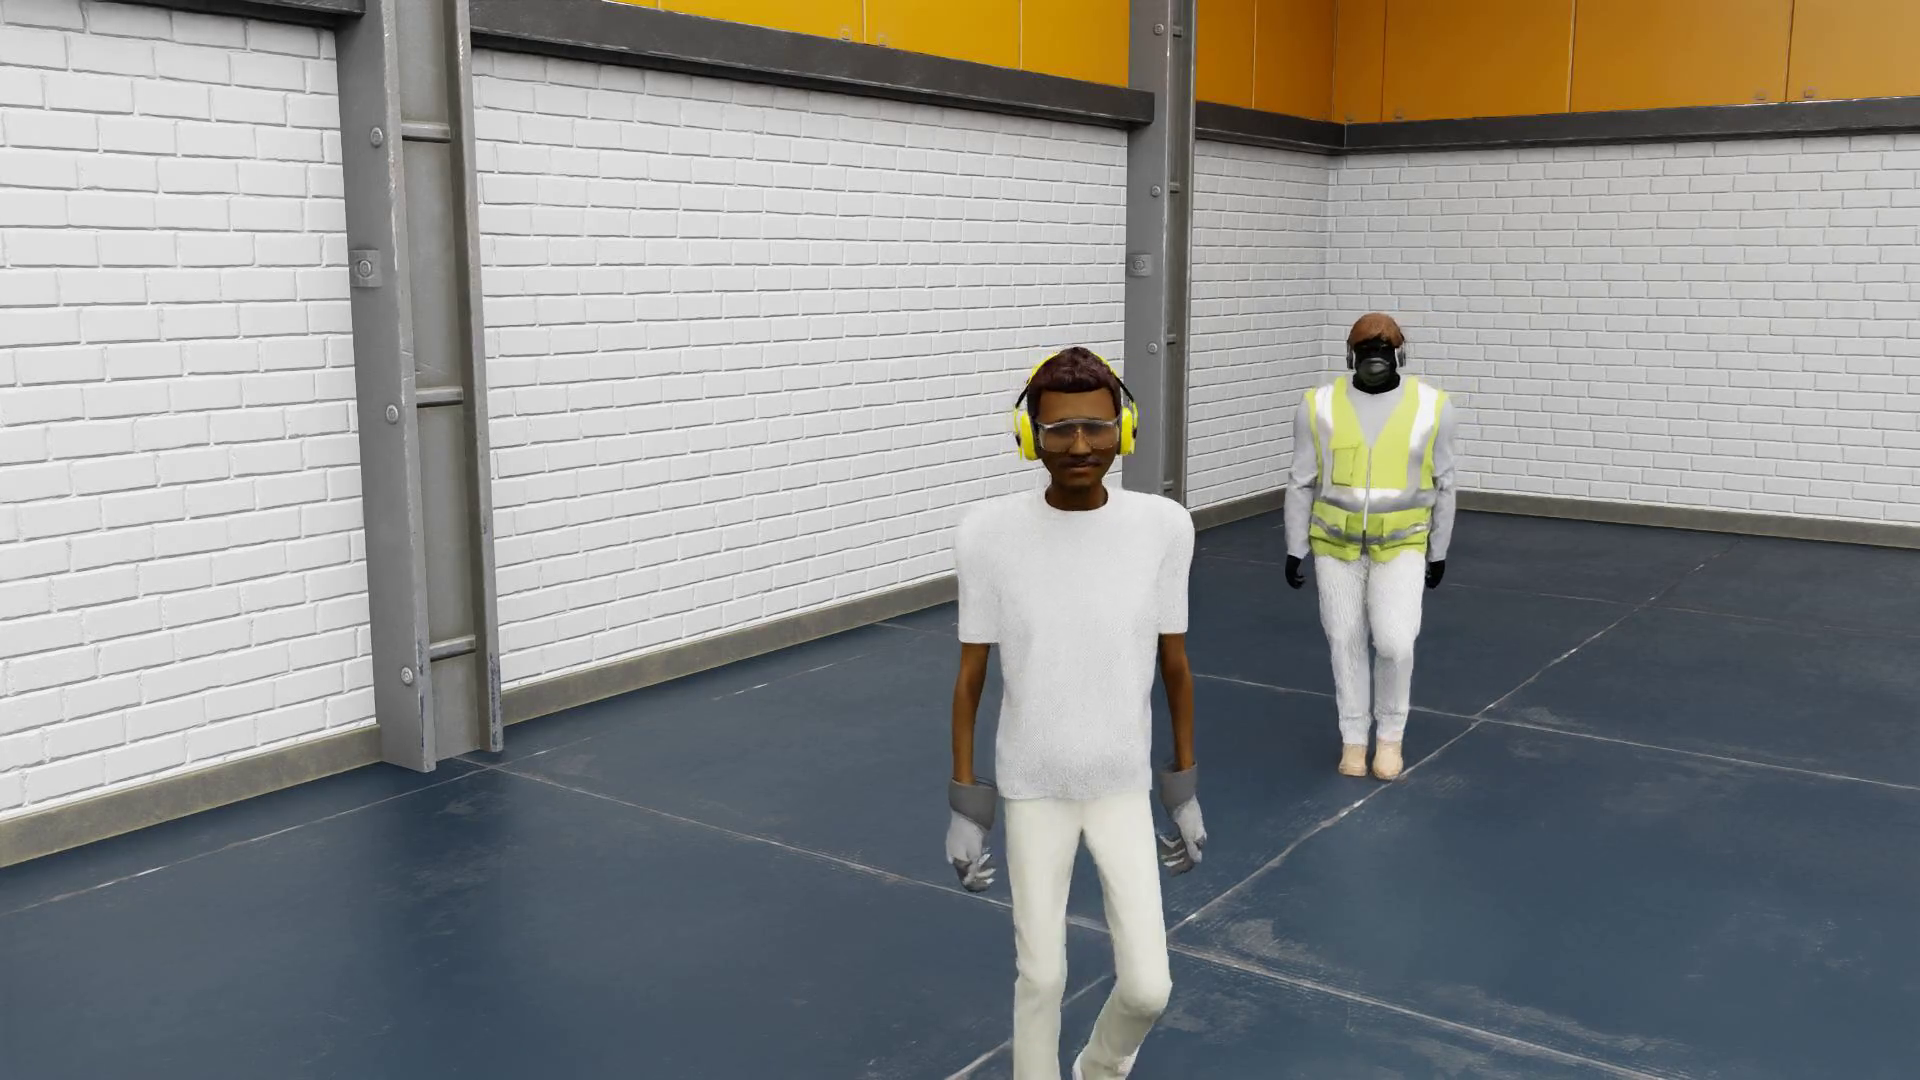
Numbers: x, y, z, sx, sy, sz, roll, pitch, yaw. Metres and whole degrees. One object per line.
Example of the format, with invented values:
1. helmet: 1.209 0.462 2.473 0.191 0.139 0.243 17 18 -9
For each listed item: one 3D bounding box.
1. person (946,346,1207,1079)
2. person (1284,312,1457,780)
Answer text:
1. person: 0.242 0.531 3.426 0.550 1.856 0.398 -1 10 -3
2. person: 1.573 0.037 6.454 0.642 1.823 0.494 3 10 19
